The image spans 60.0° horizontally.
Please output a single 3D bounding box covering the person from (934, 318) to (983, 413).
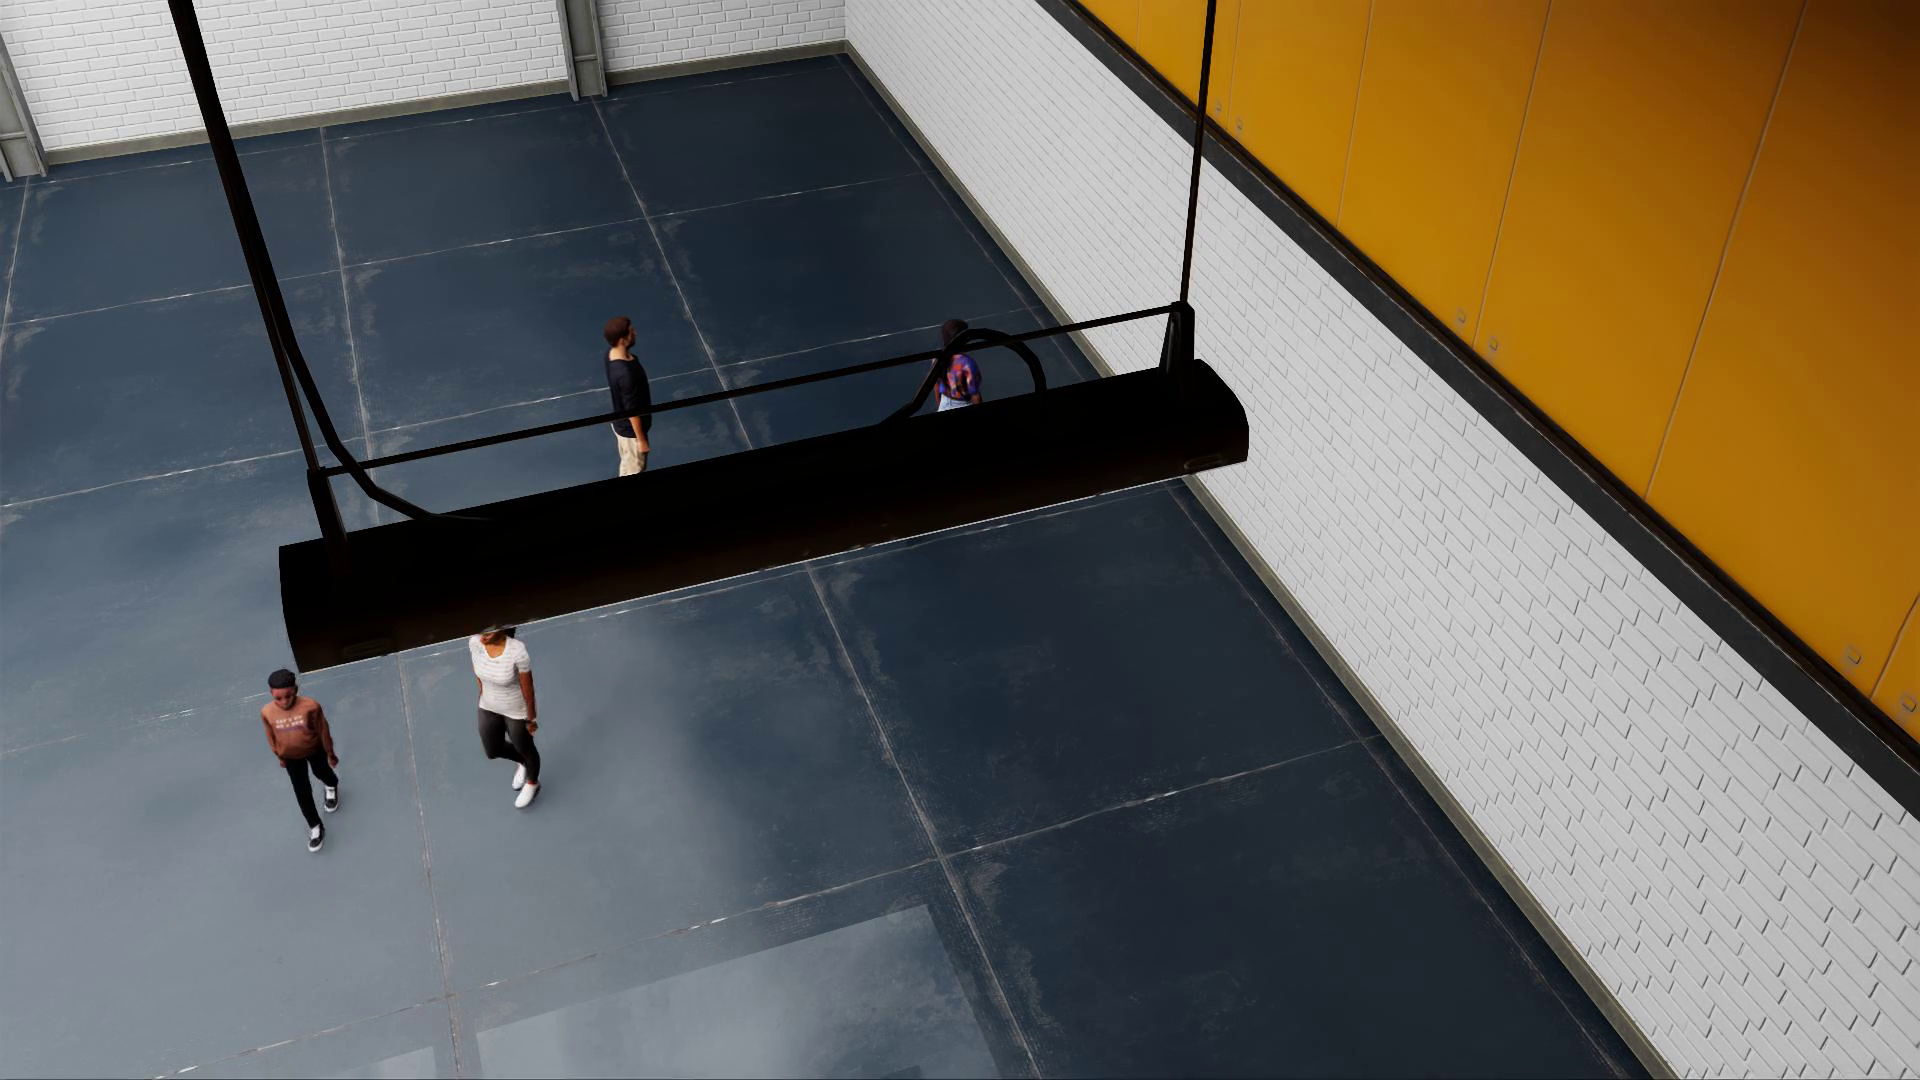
[{"bbox_3d":[-0.025,-0.924,12.616,0.671,1.743,0.689,25,45,28],"label":"person"}]

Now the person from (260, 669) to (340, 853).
[{"bbox_3d":[-4.043,1.259,10.287,0.755,1.237,0.653,-8,39,-10],"label":"person"}]

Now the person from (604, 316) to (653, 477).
[{"bbox_3d":[-2.469,-0.847,12.432,0.557,1.851,0.640,-15,41,-18],"label":"person"}]

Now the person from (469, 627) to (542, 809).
[{"bbox_3d":[-2.751,0.970,10.334,0.707,1.630,0.772,14,41,17],"label":"person"}]
